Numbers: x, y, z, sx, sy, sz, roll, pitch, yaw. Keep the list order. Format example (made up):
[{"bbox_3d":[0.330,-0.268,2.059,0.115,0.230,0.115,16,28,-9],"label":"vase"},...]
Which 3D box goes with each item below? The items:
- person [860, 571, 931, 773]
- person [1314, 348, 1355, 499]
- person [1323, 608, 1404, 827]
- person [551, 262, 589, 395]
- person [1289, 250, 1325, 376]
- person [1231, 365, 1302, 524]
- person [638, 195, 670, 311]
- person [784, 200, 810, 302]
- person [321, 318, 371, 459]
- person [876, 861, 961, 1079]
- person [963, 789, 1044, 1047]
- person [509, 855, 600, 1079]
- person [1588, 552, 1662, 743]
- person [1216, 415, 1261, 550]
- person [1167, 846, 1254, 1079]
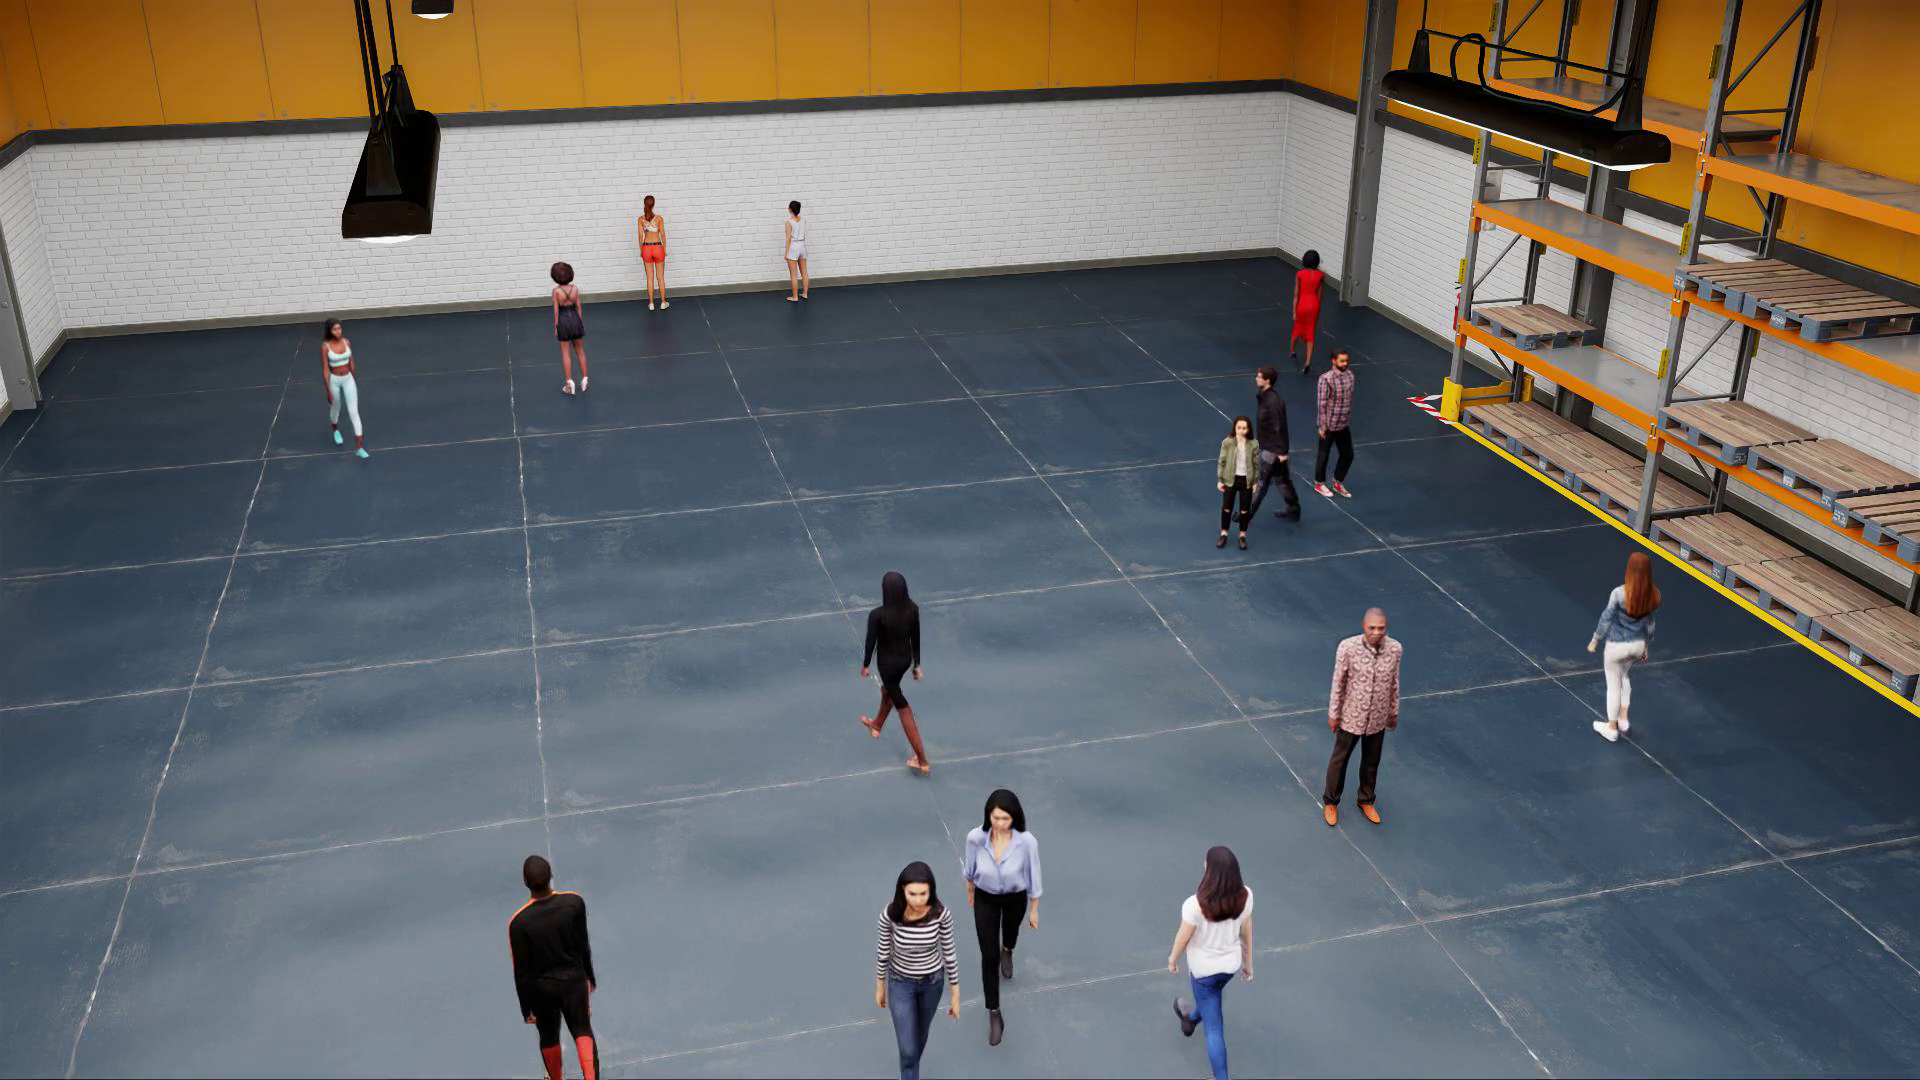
[{"bbox_3d":[-0.478,1.096,13.446,0.968,1.667,1.282,-18,29,-35],"label":"person"},{"bbox_3d":[4.214,-1.353,18.944,0.758,1.750,0.758,-11,26,-23],"label":"person"},{"bbox_3d":[3.092,1.325,12.746,0.734,1.807,0.647,-2,24,-4],"label":"person"},{"bbox_3d":[-5.247,-2.849,22.320,0.645,1.788,0.656,-17,29,-34],"label":"person"},{"bbox_3d":[4.833,-3.115,23.038,0.748,1.699,1.142,-1,24,-3],"label":"person"},{"bbox_3d":[3.485,-0.988,18.077,0.971,1.777,1.127,0,24,0],"label":"person"},{"bbox_3d":[-4.827,-4.521,26.141,0.623,1.790,0.591,-2,24,-5],"label":"person"},{"bbox_3d":[-2.618,-4.644,26.654,0.696,1.605,0.660,20,31,39],"label":"person"},{"bbox_3d":[-7.558,-1.863,20.200,0.907,1.679,1.259,-18,29,-36],"label":"person"},{"bbox_3d":[-0.269,2.616,9.847,0.667,1.765,0.984,-4,24,-9],"label":"person"},{"bbox_3d":[0.274,2.291,10.688,0.930,1.686,1.236,2,24,5],"label":"person"},{"bbox_3d":[-2.323,2.655,9.725,0.748,1.792,1.030,-12,26,-25],"label":"person"},{"bbox_3d":[5.556,0.928,13.800,0.615,1.691,0.548,-6,24,-14],"label":"person"},{"bbox_3d":[2.951,-0.622,17.615,0.654,1.476,0.641,4,24,10],"label":"person"},{"bbox_3d":[1.555,2.649,9.935,0.699,1.633,1.148,-9,25,-19],"label":"person"}]
